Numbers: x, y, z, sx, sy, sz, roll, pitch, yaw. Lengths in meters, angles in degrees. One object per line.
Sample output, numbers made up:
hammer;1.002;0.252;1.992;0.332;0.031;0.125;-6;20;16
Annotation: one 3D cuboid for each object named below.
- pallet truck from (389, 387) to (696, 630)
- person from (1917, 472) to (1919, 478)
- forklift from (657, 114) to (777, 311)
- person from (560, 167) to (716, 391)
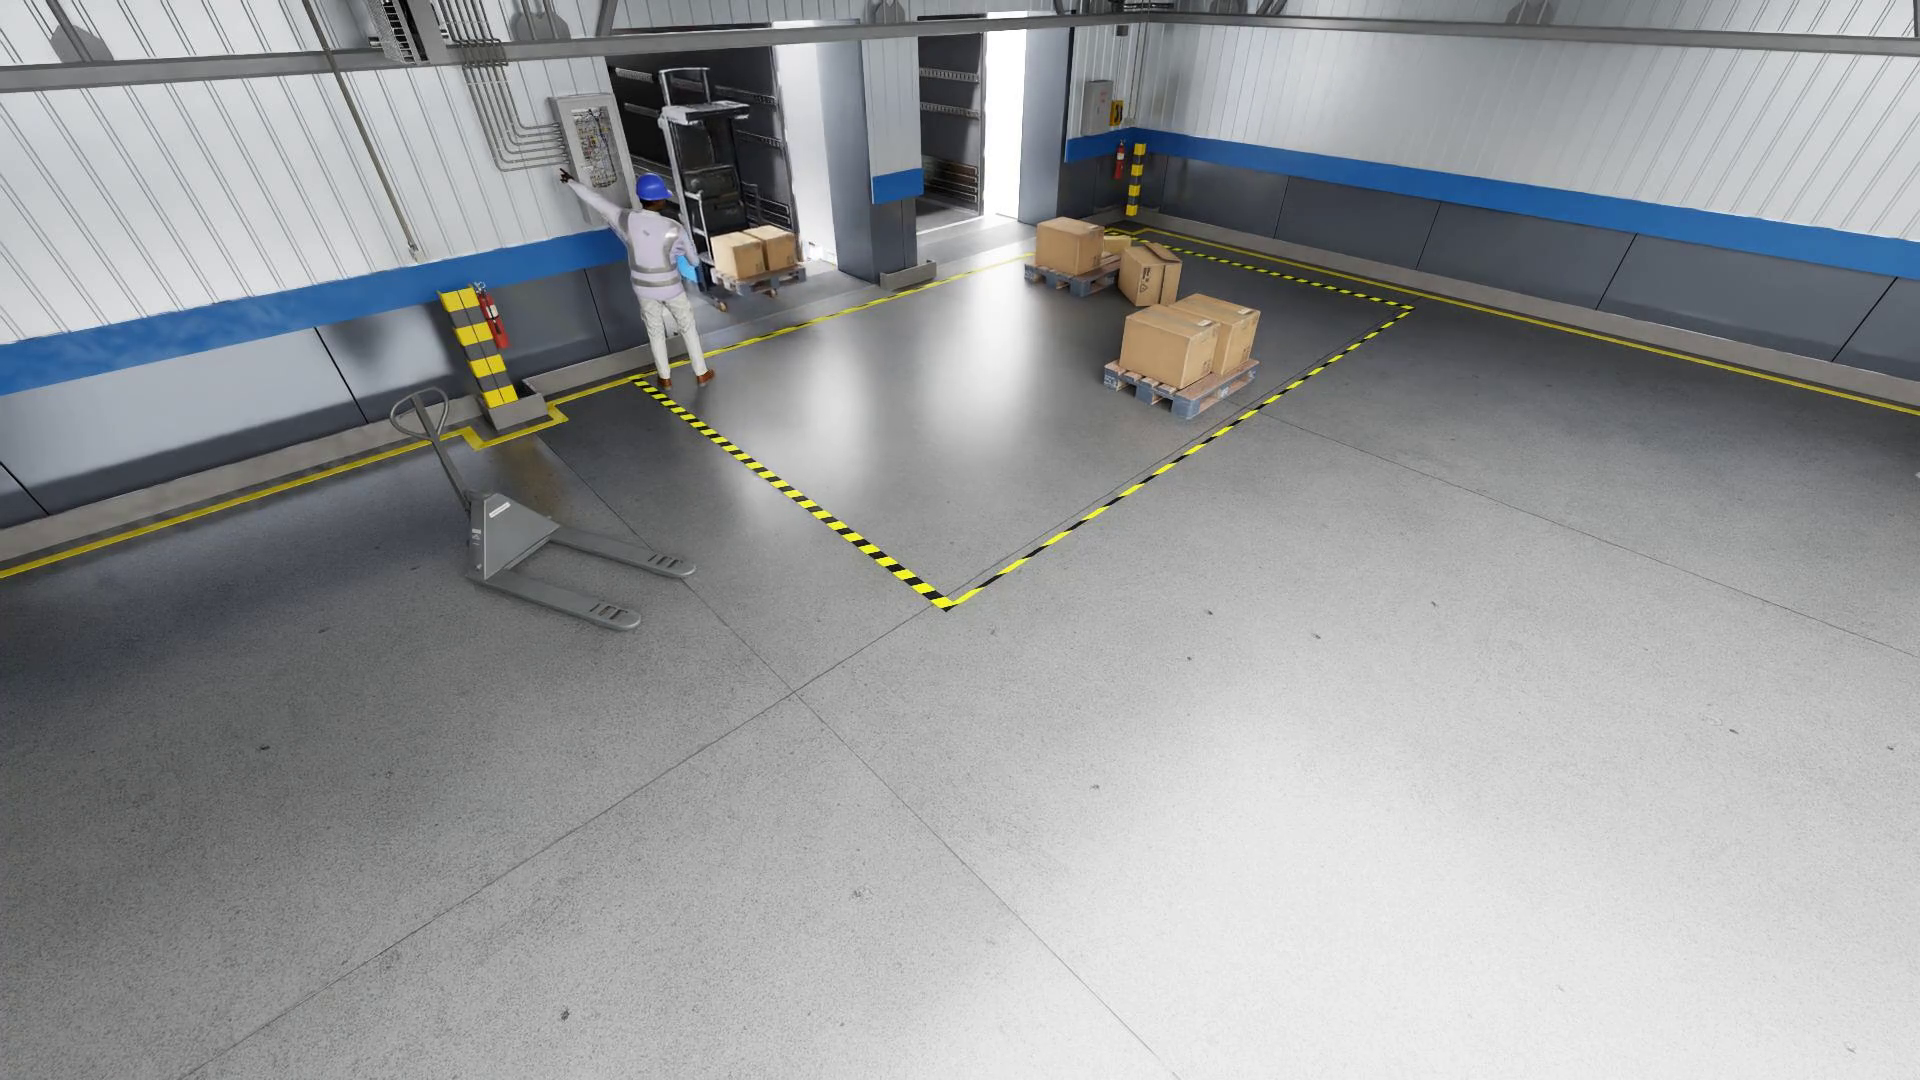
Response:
pallet truck;-2.613;-0.247;4.593;1.601;1.201;0.680;14;40;17
person;7.875;-1.007;5.189;0.566;1.709;0.589;-6;38;-7
forklift;-3.155;-4.044;8.851;0.716;2.013;0.776;-30;47;-33
person;-2.919;-2.374;6.801;1.067;1.909;0.685;-6;38;-8
